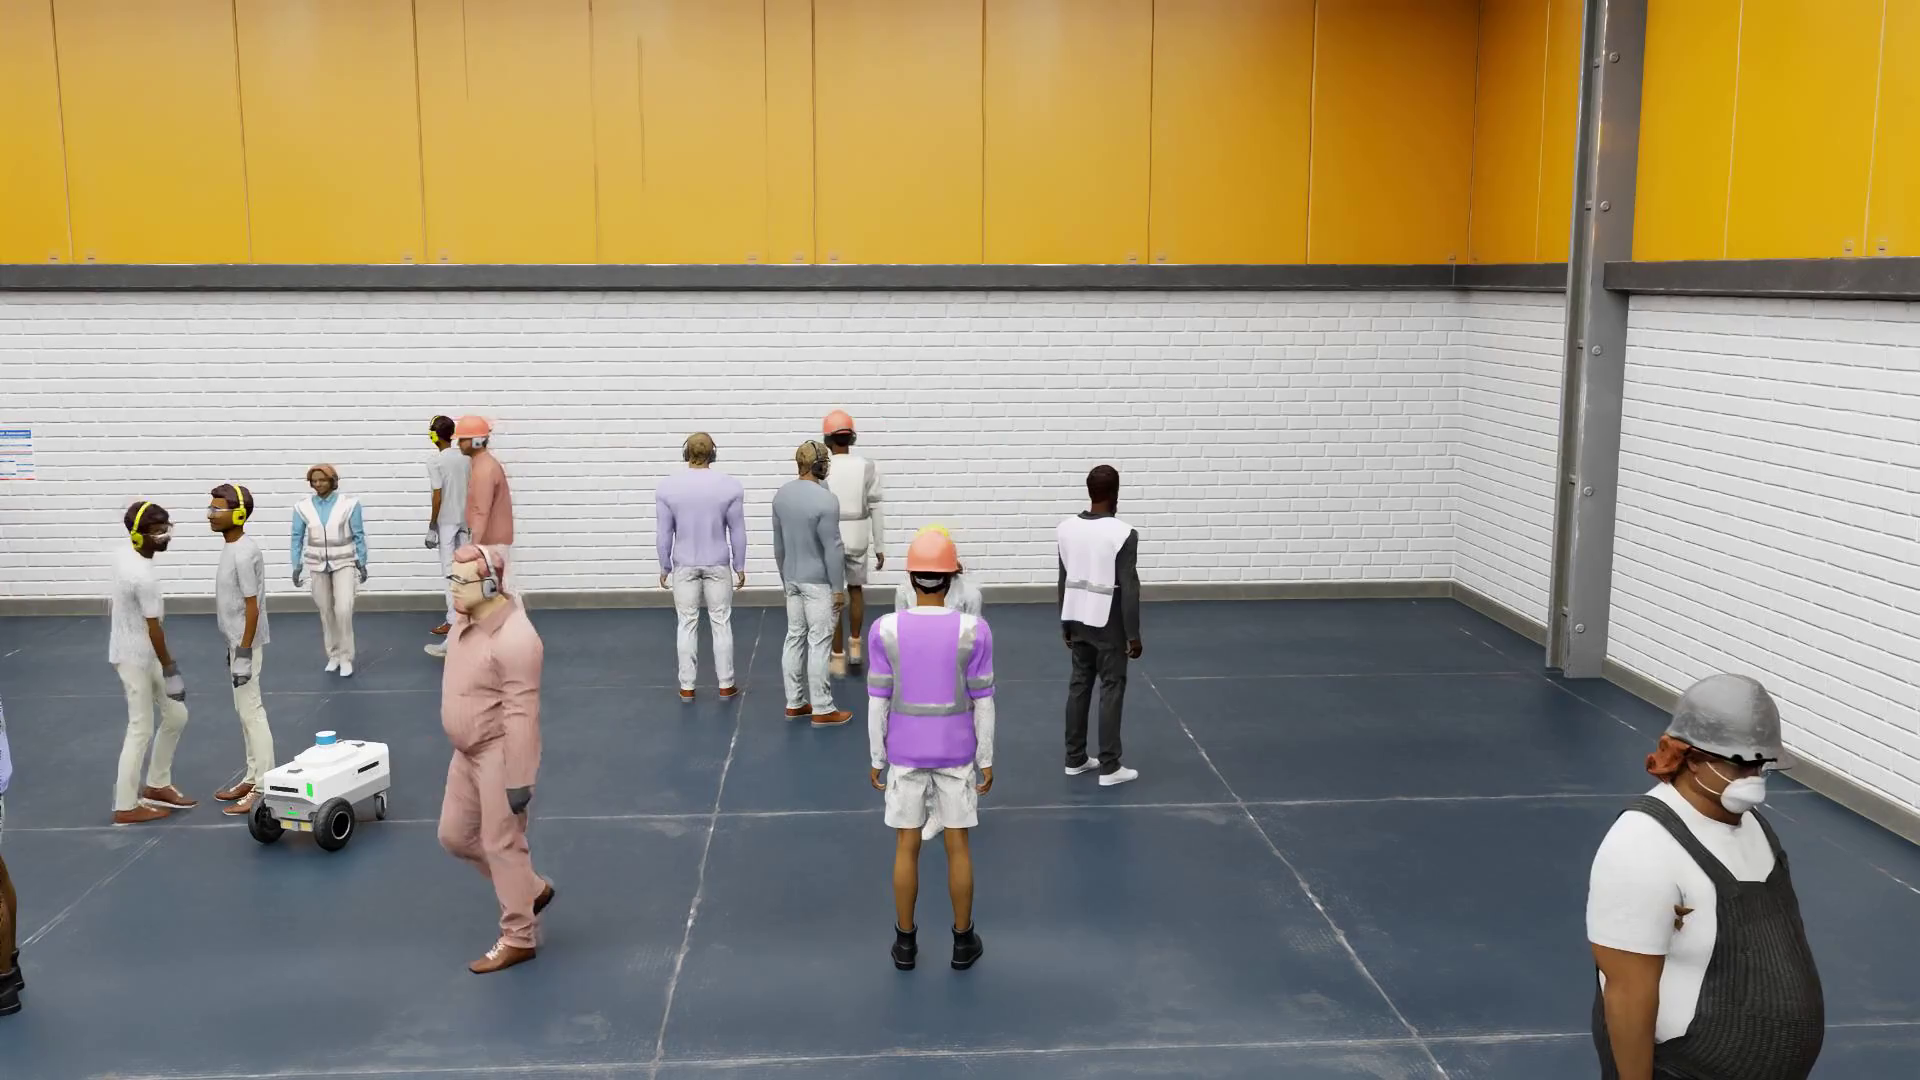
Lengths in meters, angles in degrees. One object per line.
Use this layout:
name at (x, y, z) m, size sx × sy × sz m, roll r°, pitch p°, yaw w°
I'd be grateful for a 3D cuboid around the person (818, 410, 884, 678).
person at (-0.920, 0.023, 12.619) m, size 0.635 × 2.024 × 0.588 m, roll -3°, pitch 9°, yaw -16°

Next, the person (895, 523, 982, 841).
person at (-0.128, 0.758, 8.920) m, size 0.493 × 1.726 × 0.380 m, roll 3°, pitch 10°, yaw 21°

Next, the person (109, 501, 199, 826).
person at (-4.459, 0.680, 9.154) m, size 0.533 × 1.825 × 0.611 m, roll -4°, pitch 10°, yaw -25°

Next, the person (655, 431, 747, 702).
person at (-1.837, 0.192, 11.838) m, size 0.637 × 1.939 × 0.367 m, roll -1°, pitch 9°, yaw -7°

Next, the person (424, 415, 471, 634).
person at (-4.318, -0.126, 14.066) m, size 0.327 × 1.865 × 0.517 m, roll 4°, pitch 10°, yaw 24°

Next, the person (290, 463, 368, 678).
person at (-4.781, 0.231, 12.578) m, size 0.541 × 1.616 × 0.619 m, roll -1°, pitch 9°, yaw -6°

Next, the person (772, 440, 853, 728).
person at (-0.996, 0.292, 11.205) m, size 0.636 × 1.939 × 0.365 m, roll 9°, pitch 13°, yaw 44°

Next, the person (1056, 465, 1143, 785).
person at (0.817, 0.505, 9.974) m, size 0.389 × 1.906 × 0.600 m, roll -9°, pitch 13°, yaw -44°

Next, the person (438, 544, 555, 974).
person at (-2.040, 0.945, 7.251) m, size 0.439 × 1.887 × 0.663 m, roll -7°, pitch 12°, yaw -39°

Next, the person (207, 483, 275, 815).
person at (-4.087, 0.608, 9.419) m, size 0.328 × 1.877 × 0.513 m, roll -5°, pitch 10°, yaw -30°

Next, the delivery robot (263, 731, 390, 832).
delivery robot at (-3.429, 1.281, 9.030) m, size 0.477 × 0.478 × 0.707 m, roll 3°, pitch 9°, yaw 17°

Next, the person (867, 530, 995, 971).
person at (-0.123, 0.919, 7.278) m, size 0.553 × 1.933 × 0.370 m, roll 0°, pitch 9°, yaw 2°

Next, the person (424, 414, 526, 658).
person at (-3.783, 0.009, 12.908) m, size 0.930 × 1.953 × 0.648 m, roll -3°, pitch 9°, yaw -17°

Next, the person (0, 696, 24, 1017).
person at (-4.074, 1.000, 6.760) m, size 0.379 × 1.938 × 0.547 m, roll -3°, pitch 10°, yaw -21°
